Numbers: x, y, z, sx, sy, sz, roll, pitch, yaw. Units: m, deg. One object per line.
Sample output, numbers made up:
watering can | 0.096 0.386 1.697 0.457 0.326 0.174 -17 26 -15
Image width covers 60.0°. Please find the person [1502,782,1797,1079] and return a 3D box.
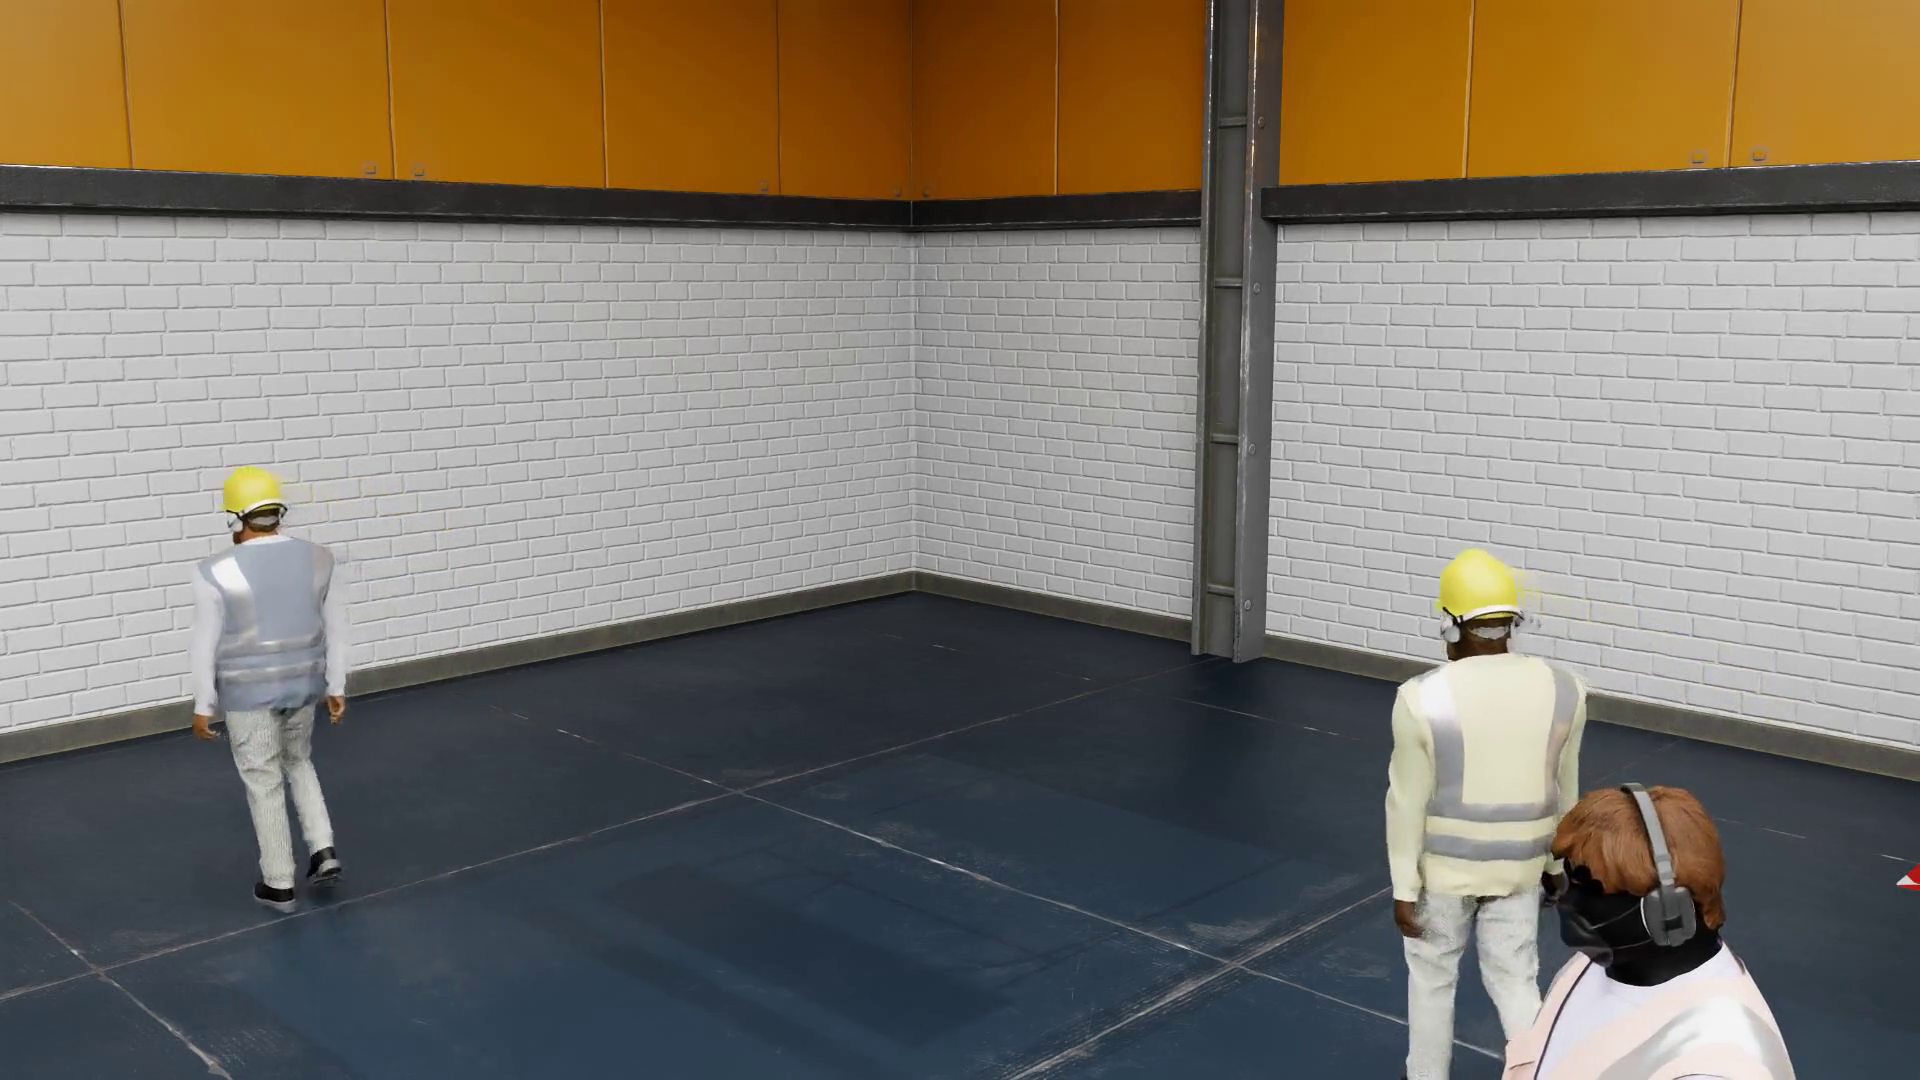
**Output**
person | 1.034 1.272 2.637 0.429 1.840 0.624 1 9 6

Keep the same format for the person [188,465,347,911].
person | -2.818 0.606 6.771 0.417 1.818 0.592 7 12 38

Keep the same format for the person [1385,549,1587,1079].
person | 1.510 0.933 4.788 0.600 1.815 0.718 -1 9 -6
